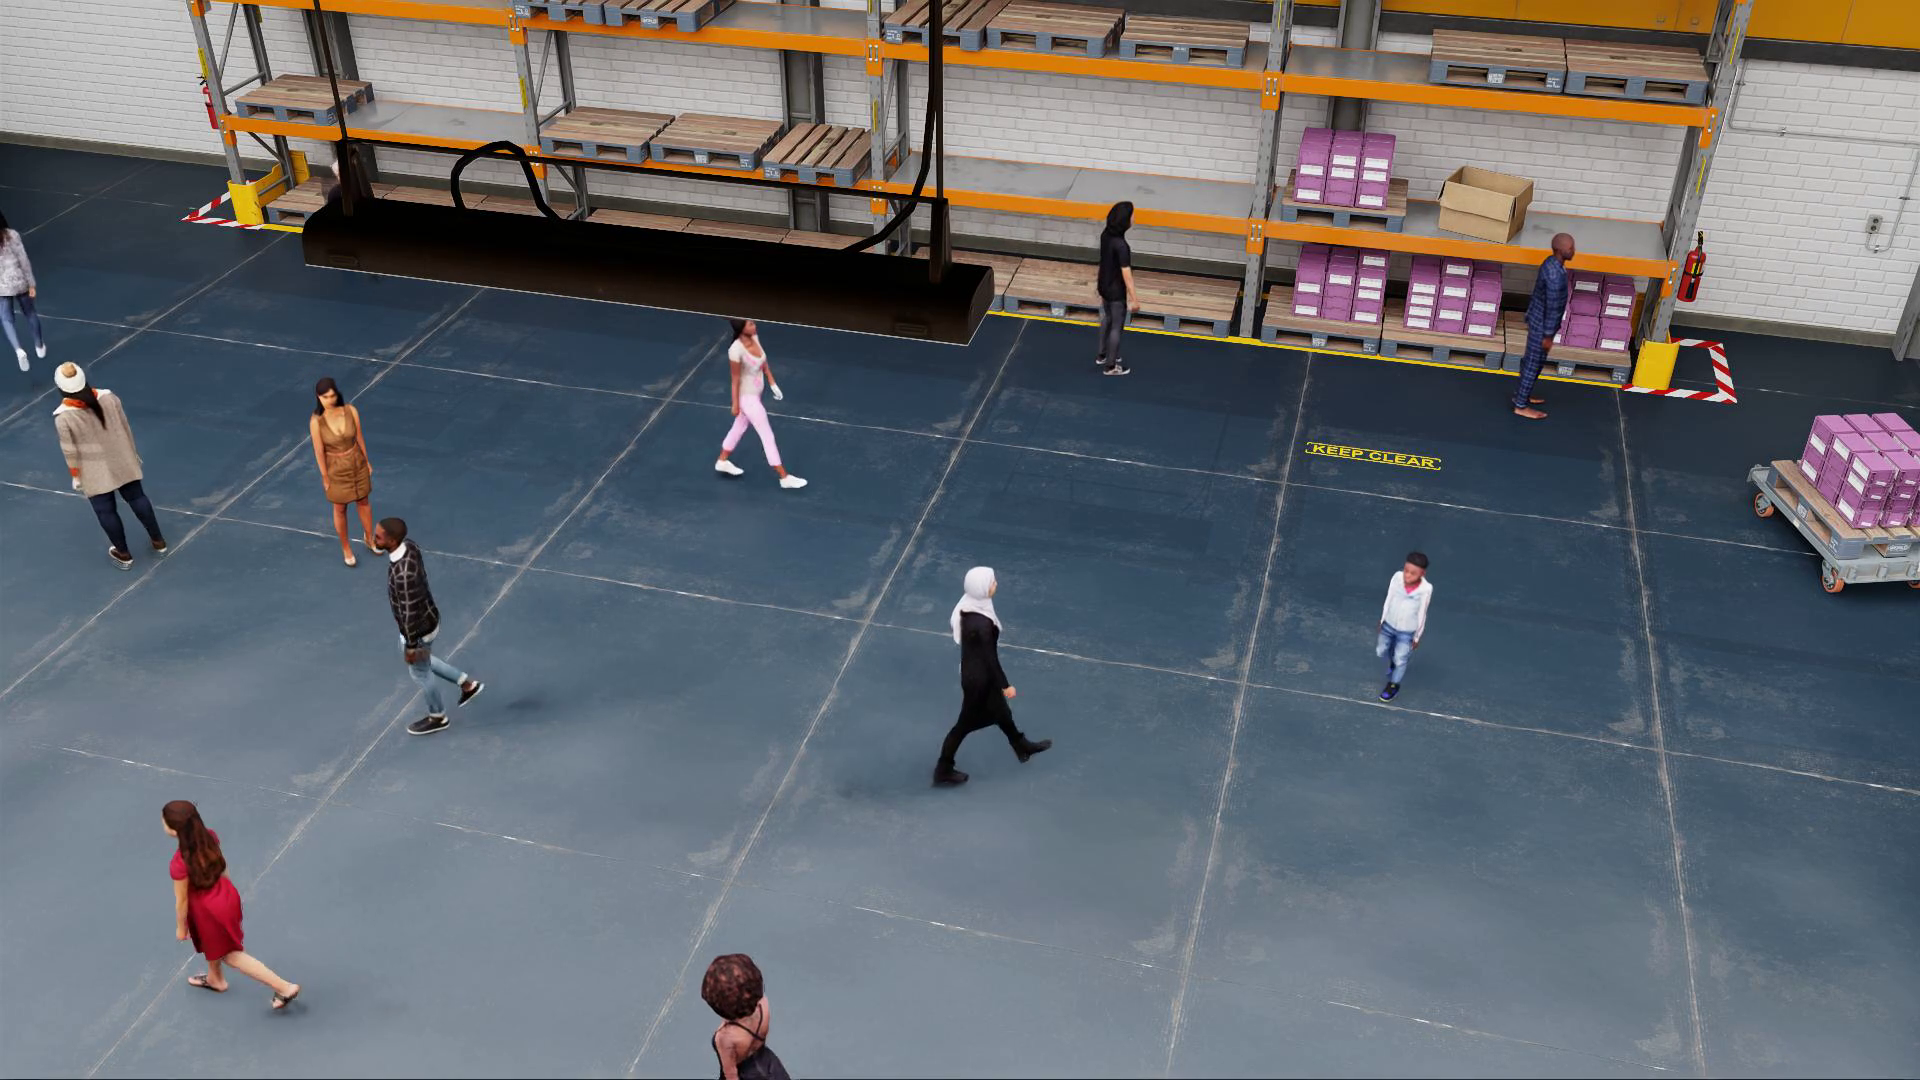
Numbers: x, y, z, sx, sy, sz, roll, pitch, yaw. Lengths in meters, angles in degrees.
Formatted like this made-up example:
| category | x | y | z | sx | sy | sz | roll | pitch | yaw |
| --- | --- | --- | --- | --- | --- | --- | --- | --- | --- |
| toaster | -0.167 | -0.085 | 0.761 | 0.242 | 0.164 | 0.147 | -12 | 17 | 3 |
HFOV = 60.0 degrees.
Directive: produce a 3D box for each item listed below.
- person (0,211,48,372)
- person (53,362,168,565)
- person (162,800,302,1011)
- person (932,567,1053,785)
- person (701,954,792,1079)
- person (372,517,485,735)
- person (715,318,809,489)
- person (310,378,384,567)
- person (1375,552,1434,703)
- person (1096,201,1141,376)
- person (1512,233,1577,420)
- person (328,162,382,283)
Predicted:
| category | x | y | z | sx | sy | sz | roll | pitch | yaw |
| --- | --- | --- | --- | --- | --- | --- | --- | --- | --- |
| person | -9.390 | -2.479 | 16.430 | 1.022 | 1.705 | 1.060 | -15 | 36 | -21 |
| person | -6.923 | -0.633 | 13.487 | 0.865 | 1.889 | 0.910 | -27 | 42 | -35 |
| person | -4.274 | 2.142 | 9.633 | 1.033 | 1.533 | 0.622 | 4 | 34 | 6 |
| person | 0.045 | 0.975 | 11.203 | 1.187 | 1.738 | 0.924 | -6 | 34 | -9 |
| person | -0.975 | 2.831 | 8.412 | 1.170 | 1.738 | 0.806 | 20 | 38 | 27 |
| person | -3.733 | 0.588 | 11.720 | 0.966 | 1.811 | 0.883 | -8 | 34 | -11 |
| person | -1.920 | -1.245 | 14.585 | 1.123 | 1.692 | 0.564 | 8 | 34 | 12 |
| person | -5.019 | -0.574 | 13.581 | 0.645 | 1.686 | 0.668 | -27 | 42 | -35 |
| person | 3.282 | 0.590 | 12.219 | 0.665 | 1.255 | 0.694 | 28 | 43 | 35 |
| person | 1.465 | -2.461 | 16.294 | 0.805 | 1.825 | 0.783 | -13 | 36 | -18 |
| person | 5.505 | -2.047 | 15.678 | 0.570 | 1.818 | 0.647 | 7 | 34 | 11 |
| person | -6.799 | -3.402 | 18.496 | 1.147 | 1.733 | 1.258 | -28 | 43 | -36 |
